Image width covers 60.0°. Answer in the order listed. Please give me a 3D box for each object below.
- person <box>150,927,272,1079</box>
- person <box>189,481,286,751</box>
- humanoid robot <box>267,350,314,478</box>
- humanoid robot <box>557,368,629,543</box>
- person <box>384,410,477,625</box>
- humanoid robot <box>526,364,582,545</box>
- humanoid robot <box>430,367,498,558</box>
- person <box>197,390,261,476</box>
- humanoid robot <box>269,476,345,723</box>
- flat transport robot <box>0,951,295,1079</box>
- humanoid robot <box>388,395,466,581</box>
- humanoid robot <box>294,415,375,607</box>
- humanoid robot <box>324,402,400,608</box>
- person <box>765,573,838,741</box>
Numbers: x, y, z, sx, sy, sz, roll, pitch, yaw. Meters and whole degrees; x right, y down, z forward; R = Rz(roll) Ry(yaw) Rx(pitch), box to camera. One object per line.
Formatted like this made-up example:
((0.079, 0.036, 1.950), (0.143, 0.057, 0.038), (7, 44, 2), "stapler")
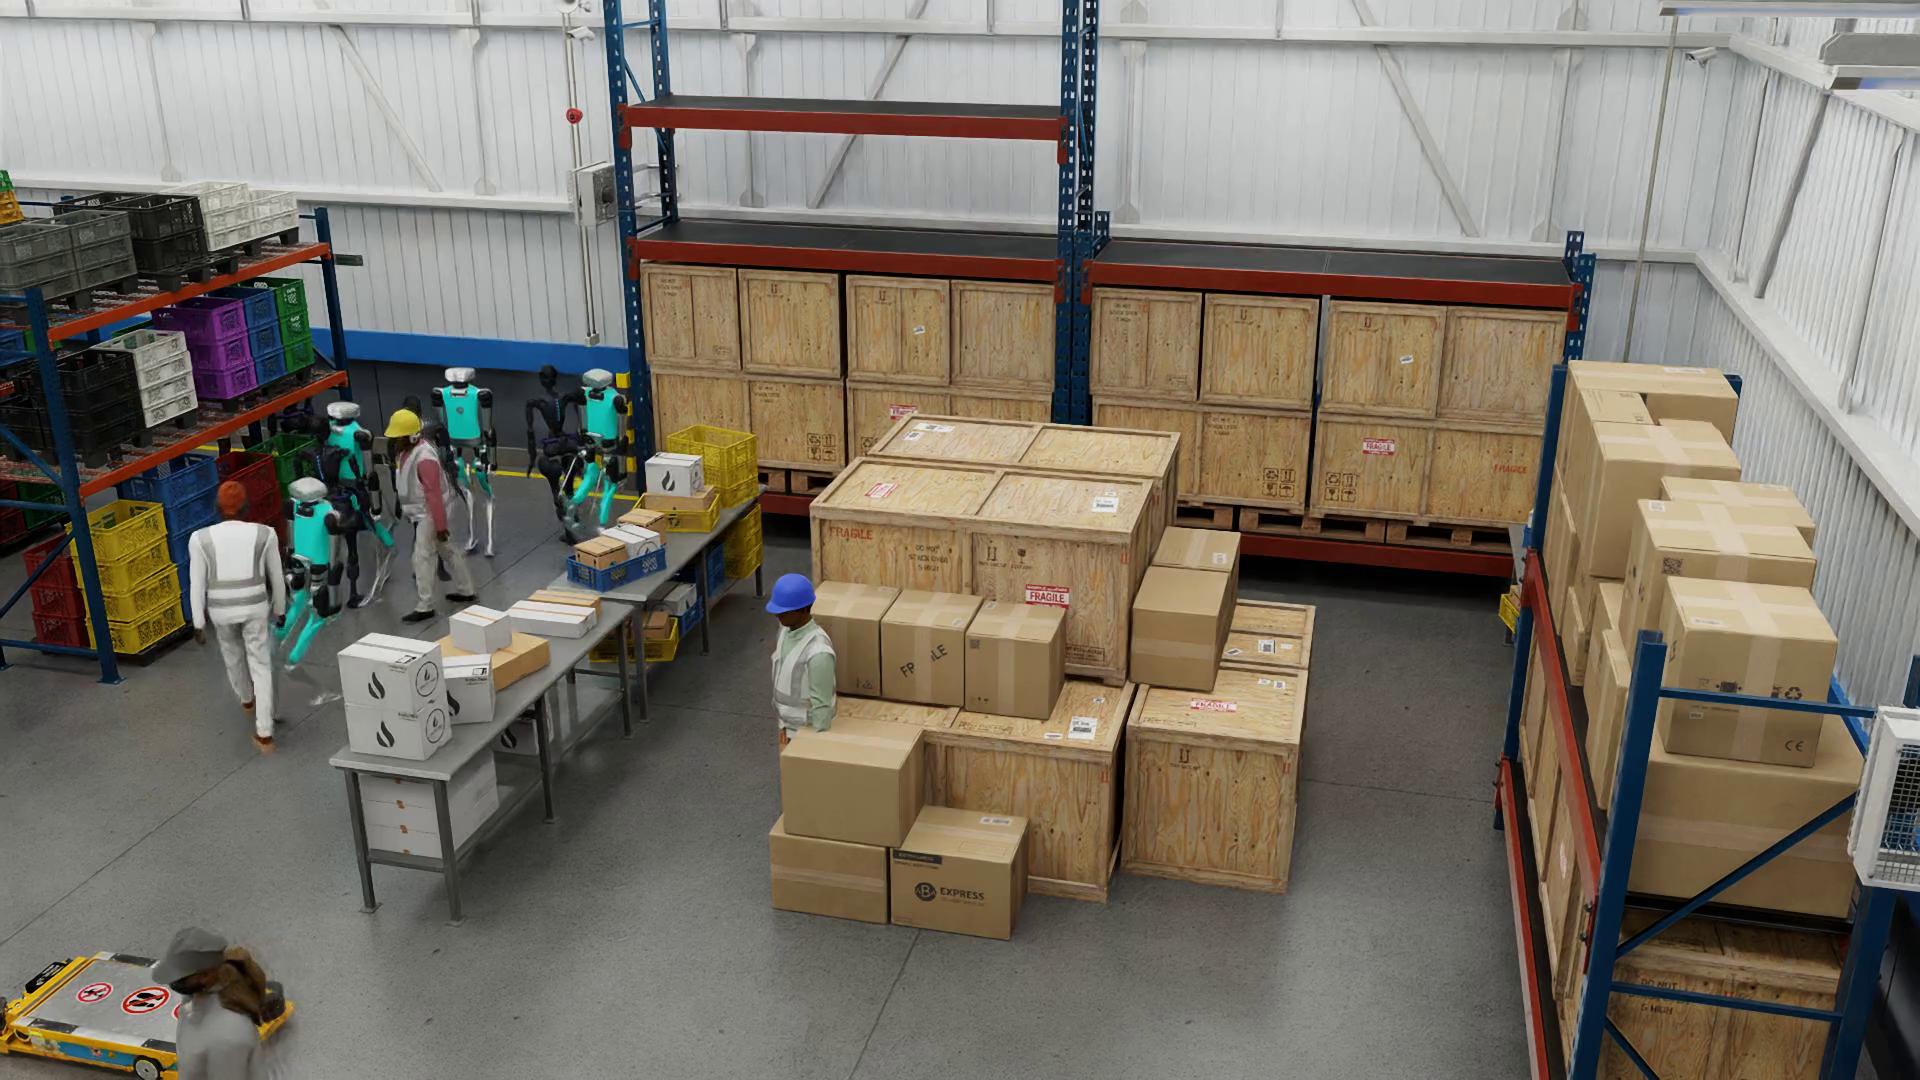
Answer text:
((-2.985, 2.330, 6.842), (0.407, 1.757, 0.588), (-13, 25, -31), "person")
((-5.009, 0.495, 11.583), (0.608, 1.808, 1.010), (-8, 22, -19), "person")
((-6.378, -1.055, 15.841), (0.344, 1.650, 0.607), (8, 22, 20), "humanoid robot")
((-3.214, -0.566, 14.456), (0.549, 1.784, 0.676), (10, 23, 25), "humanoid robot")
((-4.309, -0.225, 13.516), (0.656, 1.792, 0.611), (-11, 23, -26), "person")
((-3.649, -0.777, 15.121), (0.611, 1.642, 0.381), (-15, 25, -34), "humanoid robot")
((-4.348, -0.748, 14.868), (0.545, 1.747, 0.680), (-1, 21, -2), "humanoid robot")
((-7.079, -1.343, 16.091), (0.605, 2.034, 0.388), (-8, 22, -21), "person")
((-4.731, 0.509, 11.749), (0.580, 1.833, 0.808), (12, 24, 29), "humanoid robot")
((-4.270, 2.464, 8.601), (1.431, 0.231, 0.659), (5, 22, 13), "flat transport robot")
((-4.545, -0.438, 14.209), (0.593, 1.656, 0.348), (-14, 25, -32), "humanoid robot")
((-5.144, -0.240, 13.689), (0.600, 1.647, 0.339), (0, 21, -1), "humanoid robot")
((-4.932, -0.358, 13.991), (0.588, 1.784, 0.851), (9, 23, 22), "humanoid robot")
((-0.927, 1.091, 9.858), (0.411, 1.939, 0.602), (-10, 23, -24), "person")
